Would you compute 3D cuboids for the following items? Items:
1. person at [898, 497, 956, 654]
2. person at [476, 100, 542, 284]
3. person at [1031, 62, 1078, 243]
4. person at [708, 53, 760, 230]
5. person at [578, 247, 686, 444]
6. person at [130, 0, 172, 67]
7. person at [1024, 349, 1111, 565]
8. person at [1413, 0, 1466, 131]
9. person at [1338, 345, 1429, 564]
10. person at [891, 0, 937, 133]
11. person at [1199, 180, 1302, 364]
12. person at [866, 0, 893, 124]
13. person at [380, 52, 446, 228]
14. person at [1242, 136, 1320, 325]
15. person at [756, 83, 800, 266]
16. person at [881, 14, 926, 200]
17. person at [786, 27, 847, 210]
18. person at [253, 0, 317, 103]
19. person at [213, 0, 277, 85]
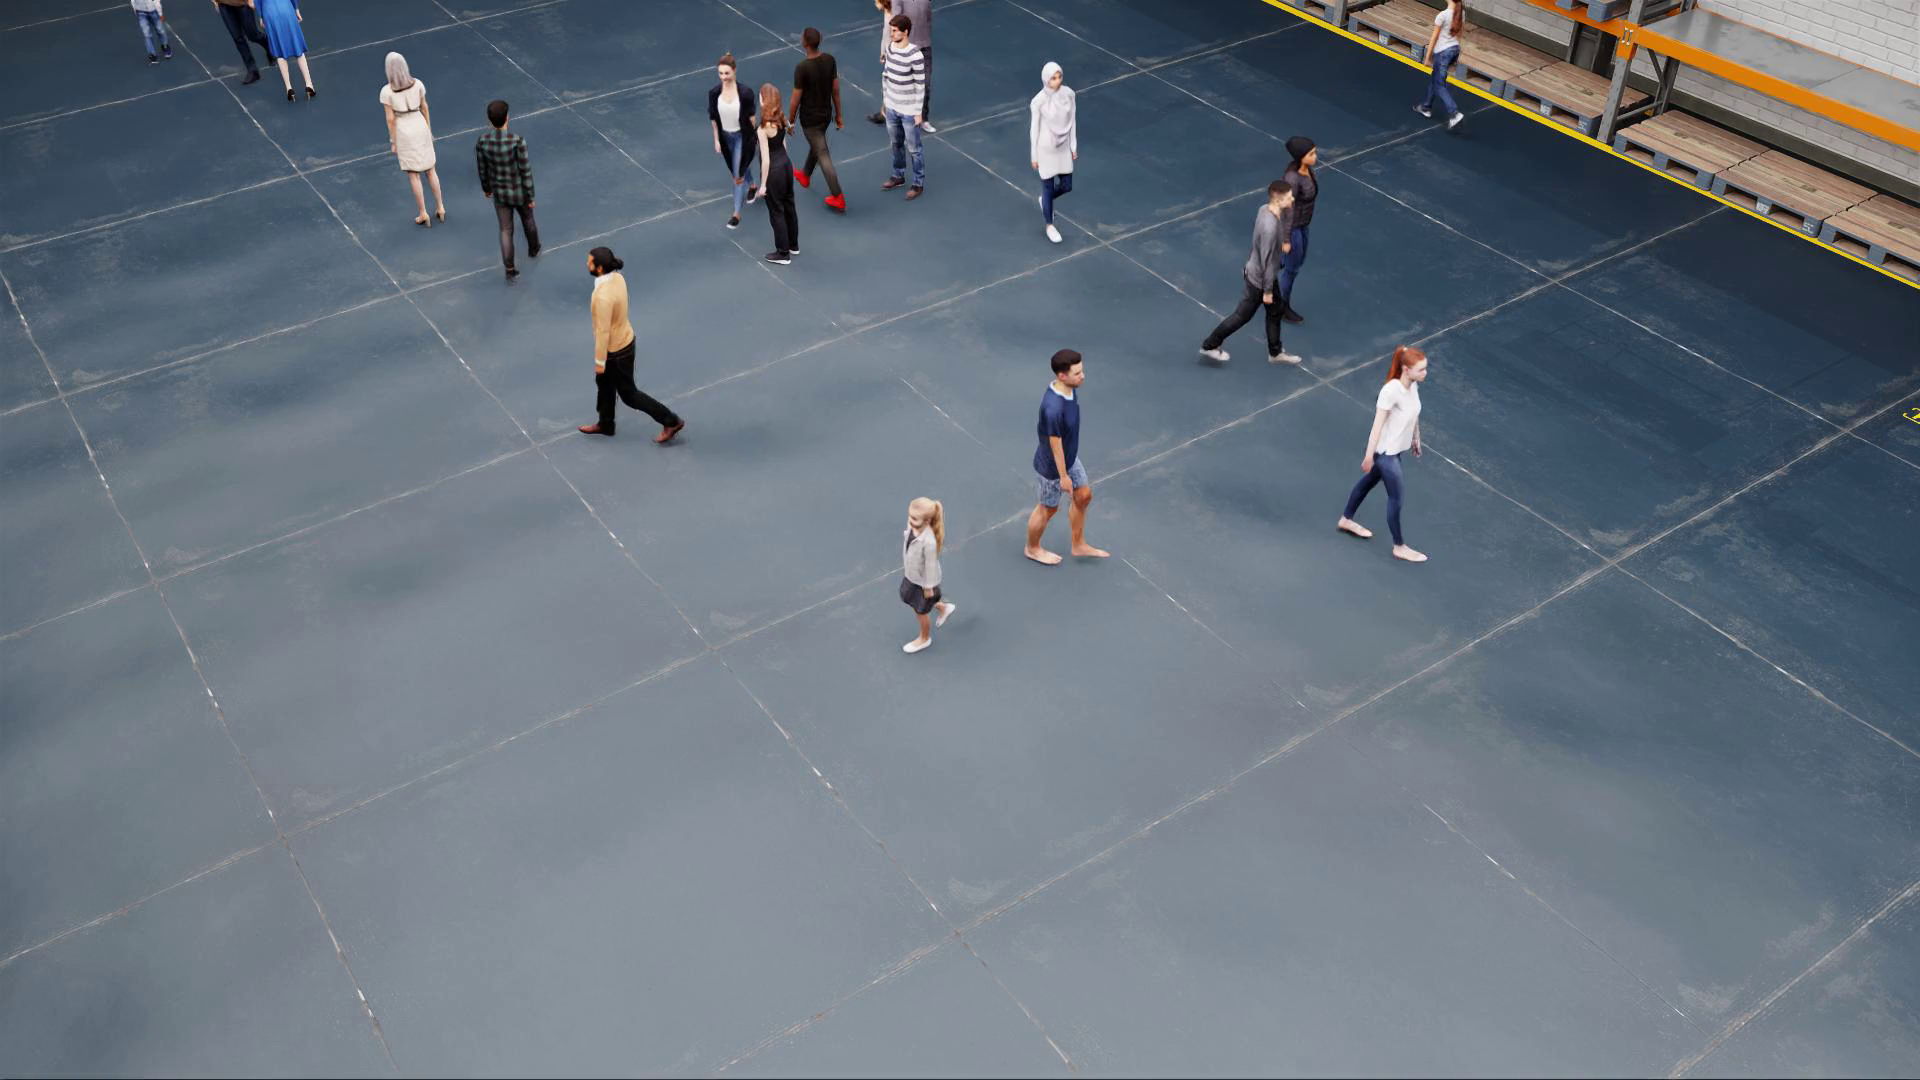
[{"bbox_3d":[-0.208,0.208,11.322,0.638,1.265,0.638,-15,41,-18],"label":"person"},{"bbox_3d":[-4.188,-3.187,15.347,1.055,1.684,1.184,0,39,0],"label":"person"},{"bbox_3d":[0.860,-3.730,15.851,0.734,1.767,0.839,-14,41,-17],"label":"person"},{"bbox_3d":[-2.161,-3.939,16.228,1.152,1.625,1.167,8,39,10],"label":"person"},{"bbox_3d":[-2.622,-1.491,13.071,1.095,1.739,1.162,-2,39,-3],"label":"person"},{"bbox_3d":[-9.449,-6.208,19.385,0.629,1.229,0.877,-12,40,-15],"label":"person"},{"bbox_3d":[0.619,-0.586,11.867,0.981,1.827,0.879,13,40,16],"label":"person"},{"bbox_3d":[5.255,-5.185,17.860,0.612,1.533,1.031,-20,43,-23],"label":"person"},{"bbox_3d":[3.018,-0.681,12.083,1.053,1.706,0.821,22,44,25],"label":"person"},{"bbox_3d":[-0.547,-5.300,17.766,0.687,1.832,0.955,-24,45,-27],"label":"person"},{"bbox_3d":[2.449,-2.203,13.979,1.149,1.719,1.120,4,39,5],"label":"person"},{"bbox_3d":[-0.607,-5.228,17.985,0.817,1.445,0.845,-10,40,-13],"label":"person"},{"bbox_3d":[-5.269,-3.859,16.037,0.600,1.736,0.550,-26,45,-29],"label":"person"},{"bbox_3d":[2.844,-2.742,14.643,0.999,1.731,0.831,22,43,25],"label":"person"},{"bbox_3d":[-1.692,-3.403,15.459,0.665,1.747,0.656,17,42,20],"label":"person"},{"bbox_3d":[-0.553,-4.315,16.515,0.547,1.853,0.758,29,47,31],"label":"person"},{"bbox_3d":[-1.351,-4.088,16.307,0.792,1.758,1.200,-31,48,-33],"label":"person"},{"bbox_3d":[-7.484,-5.725,18.301,0.656,1.828,0.630,-15,41,-18],"label":"person"},{"bbox_3d":[-8.166,-6.118,18.762,0.968,1.866,1.029,5,39,6],"label":"person"}]
